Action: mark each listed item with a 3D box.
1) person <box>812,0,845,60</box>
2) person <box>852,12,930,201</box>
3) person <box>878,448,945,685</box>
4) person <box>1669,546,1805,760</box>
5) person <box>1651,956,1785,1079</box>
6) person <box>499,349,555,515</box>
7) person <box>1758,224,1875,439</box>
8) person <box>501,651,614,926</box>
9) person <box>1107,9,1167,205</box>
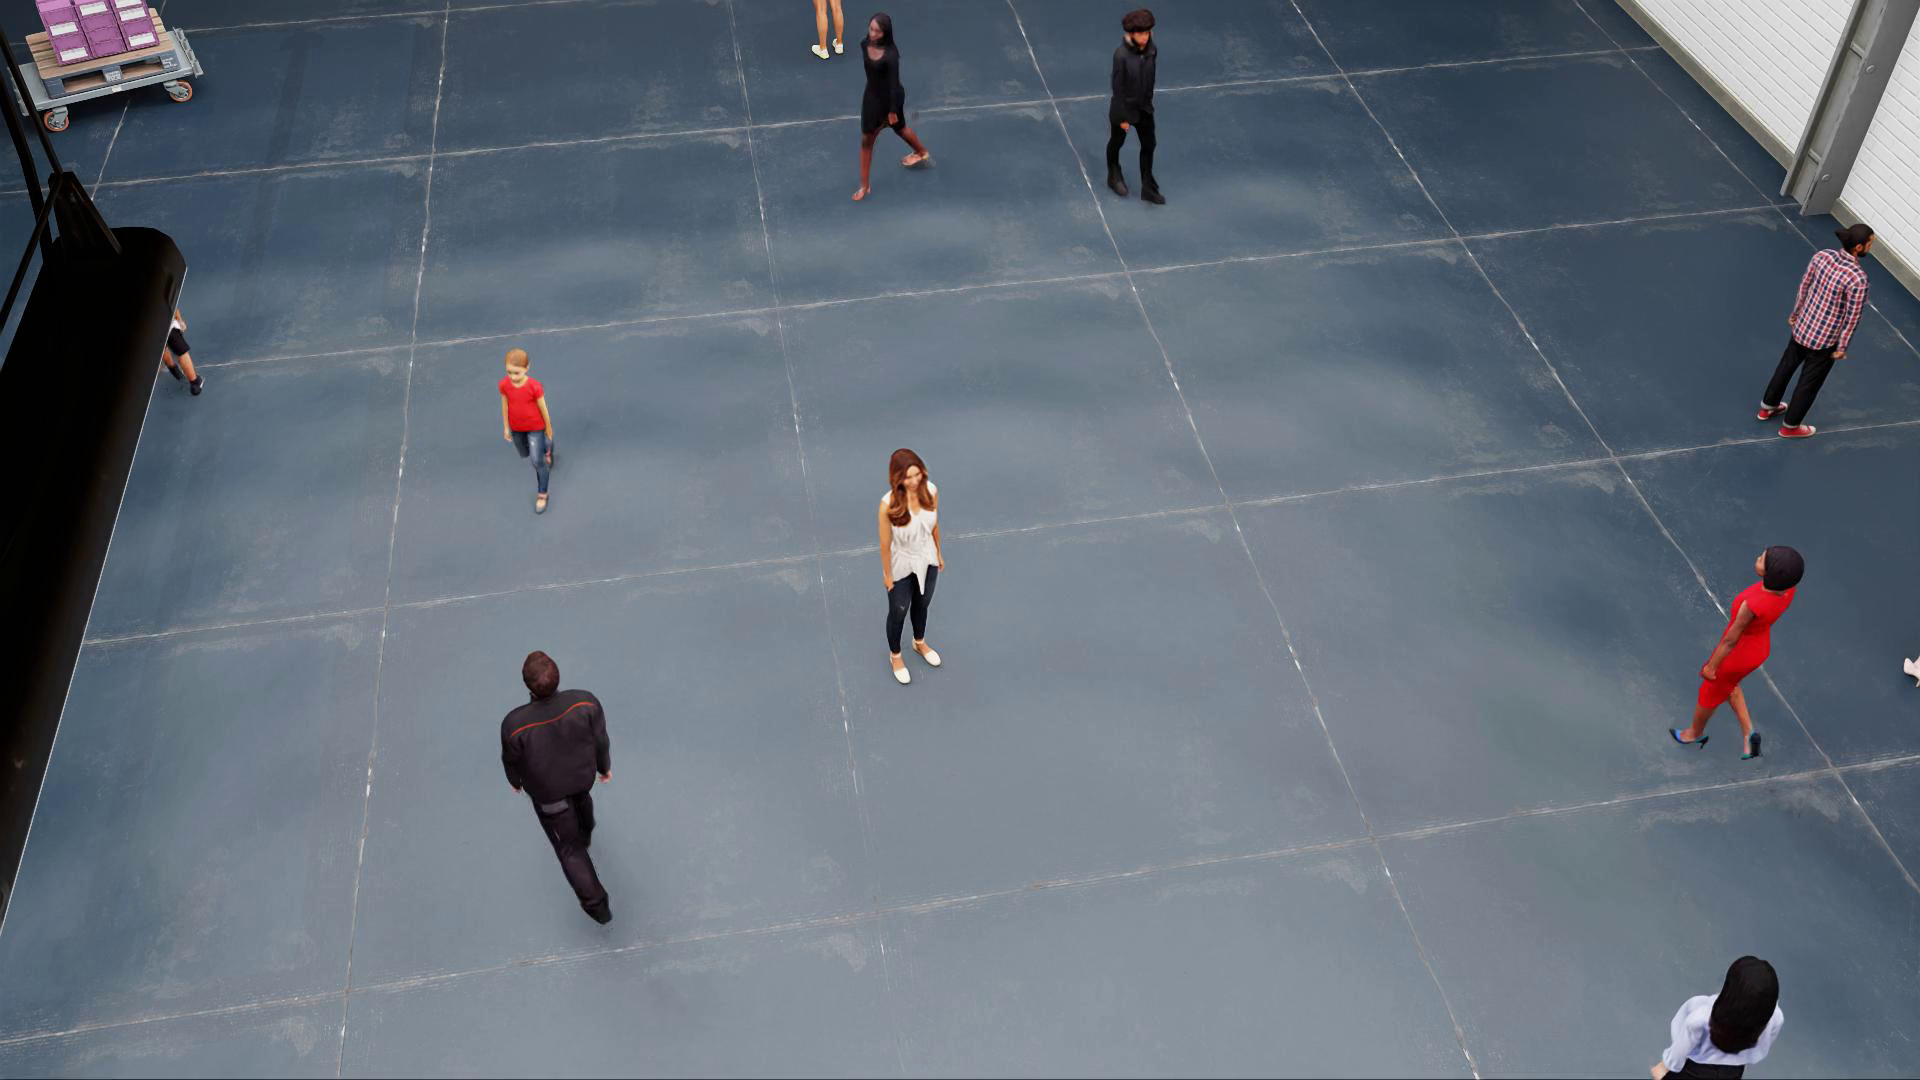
[{"bbox_3d":[-1.336,-5.650,16.448,0.638,1.792,0.650,-20,47,-20],"label":"person"},{"bbox_3d":[-0.620,-3.884,14.684,1.200,1.667,1.190,-33,52,-29],"label":"person"},{"bbox_3d":[-0.317,0.140,10.375,0.659,1.785,0.658,-26,49,-24],"label":"person"},{"bbox_3d":[4.654,0.729,9.796,0.788,1.730,0.898,-29,51,-27],"label":"person"},{"bbox_3d":[3.525,2.526,7.899,0.667,1.745,0.564,-3,44,-3],"label":"person"},{"bbox_3d":[-3.038,-0.848,11.767,0.659,1.295,0.863,7,44,8],"label":"person"},{"bbox_3d":[6.279,-1.534,12.150,0.796,1.761,0.596,-15,46,-15],"label":"person"},{"bbox_3d":[-2.145,1.373,9.067,1.025,1.803,1.264,-25,49,-24],"label":"person"},{"bbox_3d":[1.453,-3.840,14.579,0.824,1.748,1.003,-22,48,-21],"label":"person"}]
